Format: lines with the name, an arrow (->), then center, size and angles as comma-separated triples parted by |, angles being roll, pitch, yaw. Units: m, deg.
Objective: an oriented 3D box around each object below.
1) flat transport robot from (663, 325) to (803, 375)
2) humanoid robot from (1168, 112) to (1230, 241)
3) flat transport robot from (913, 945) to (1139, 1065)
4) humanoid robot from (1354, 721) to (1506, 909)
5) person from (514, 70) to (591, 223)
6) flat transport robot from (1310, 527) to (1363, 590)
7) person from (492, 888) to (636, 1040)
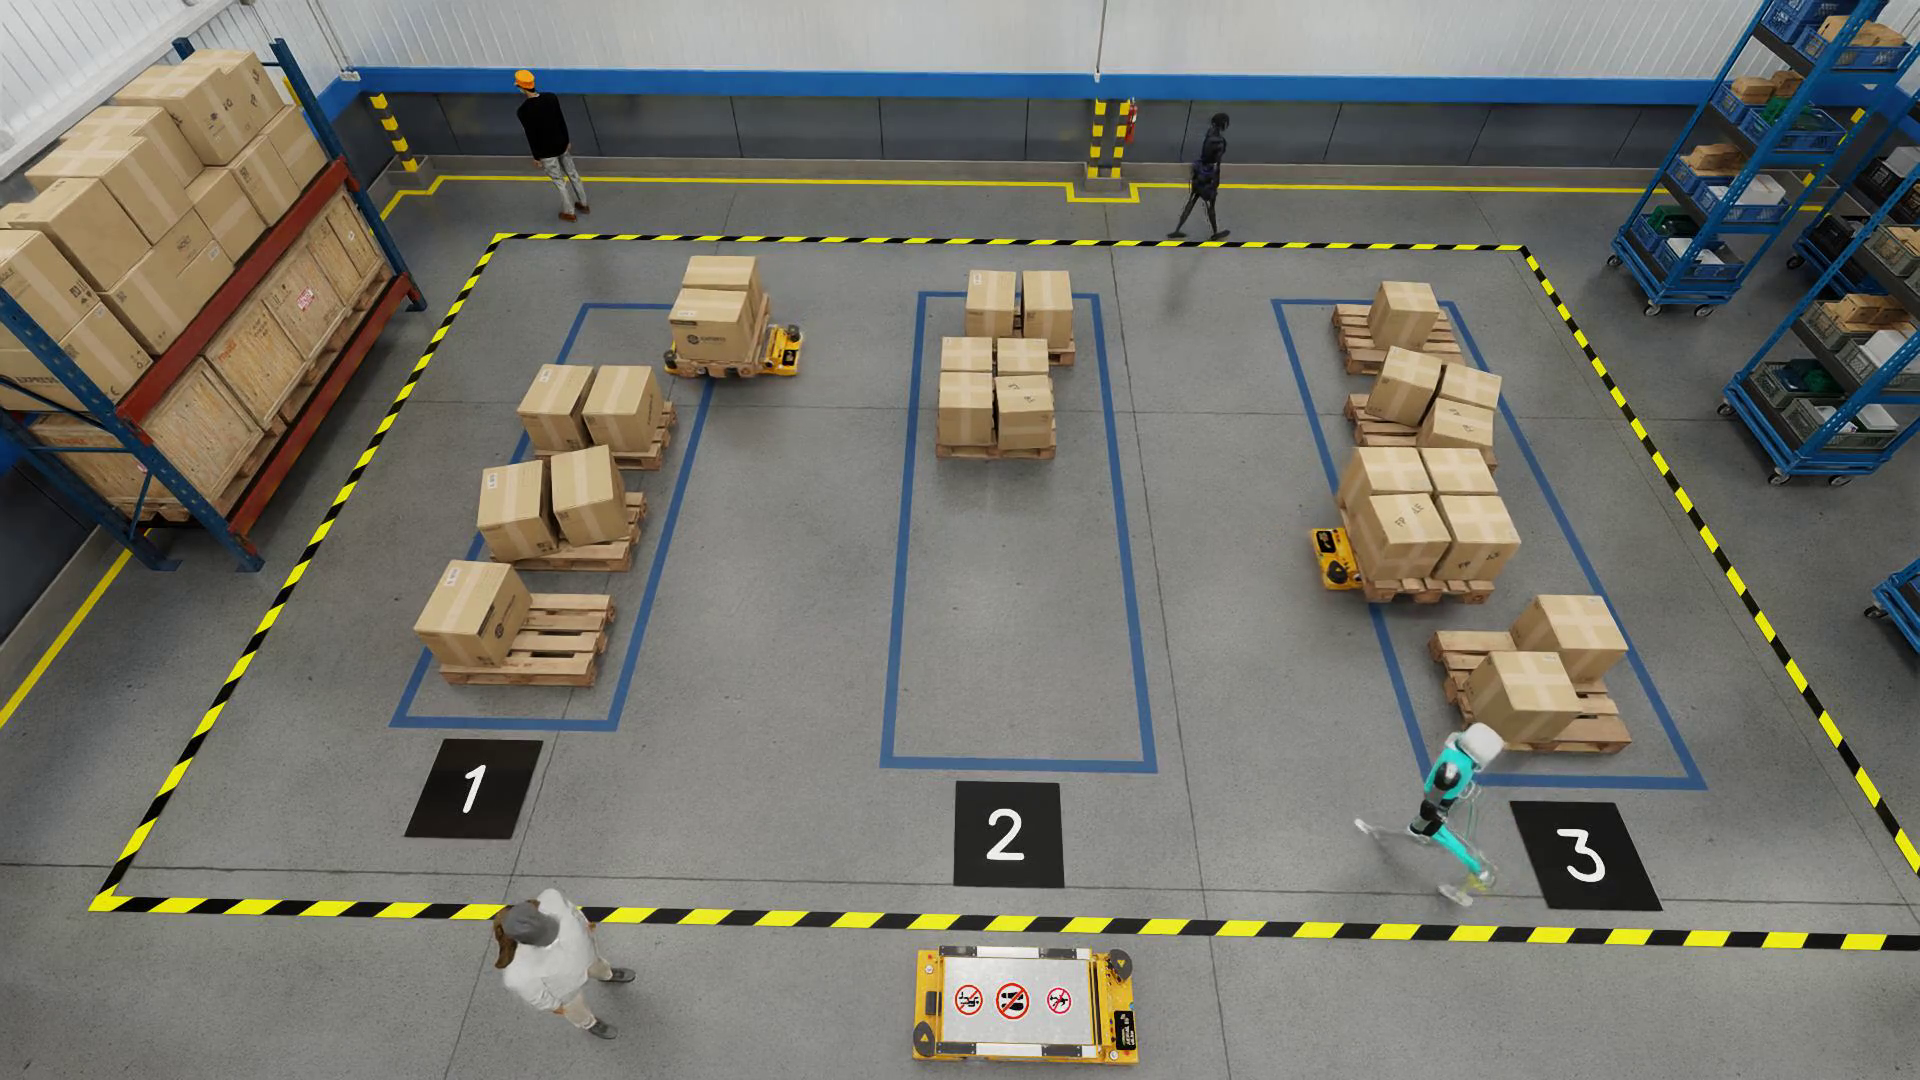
flat transport robot -> -2.519, -2.132, 10.206 | 1.431, 0.197, 0.652 | 1, 51, 1
humanoid robot -> 3.062, -4.439, 11.217 | 0.741, 1.630, 0.592 | -7, 51, -6
flat transport robot -> 0.422, 3.041, 6.007 | 1.431, 0.231, 0.659 | 1, 51, 1
humanoid robot -> 3.343, 1.898, 6.041 | 1.057, 1.783, 0.535 | 36, 59, 26
person -> -5.098, -4.887, 11.431 | 0.379, 1.881, 0.585 | 26, 55, 20
flat transport robot -> 4.007, 0.144, 8.351 | 1.431, 0.197, 0.652 | 1, 51, 1
person -> -2.347, 2.523, 5.463 | 0.408, 1.761, 0.568 | 6, 51, 5
